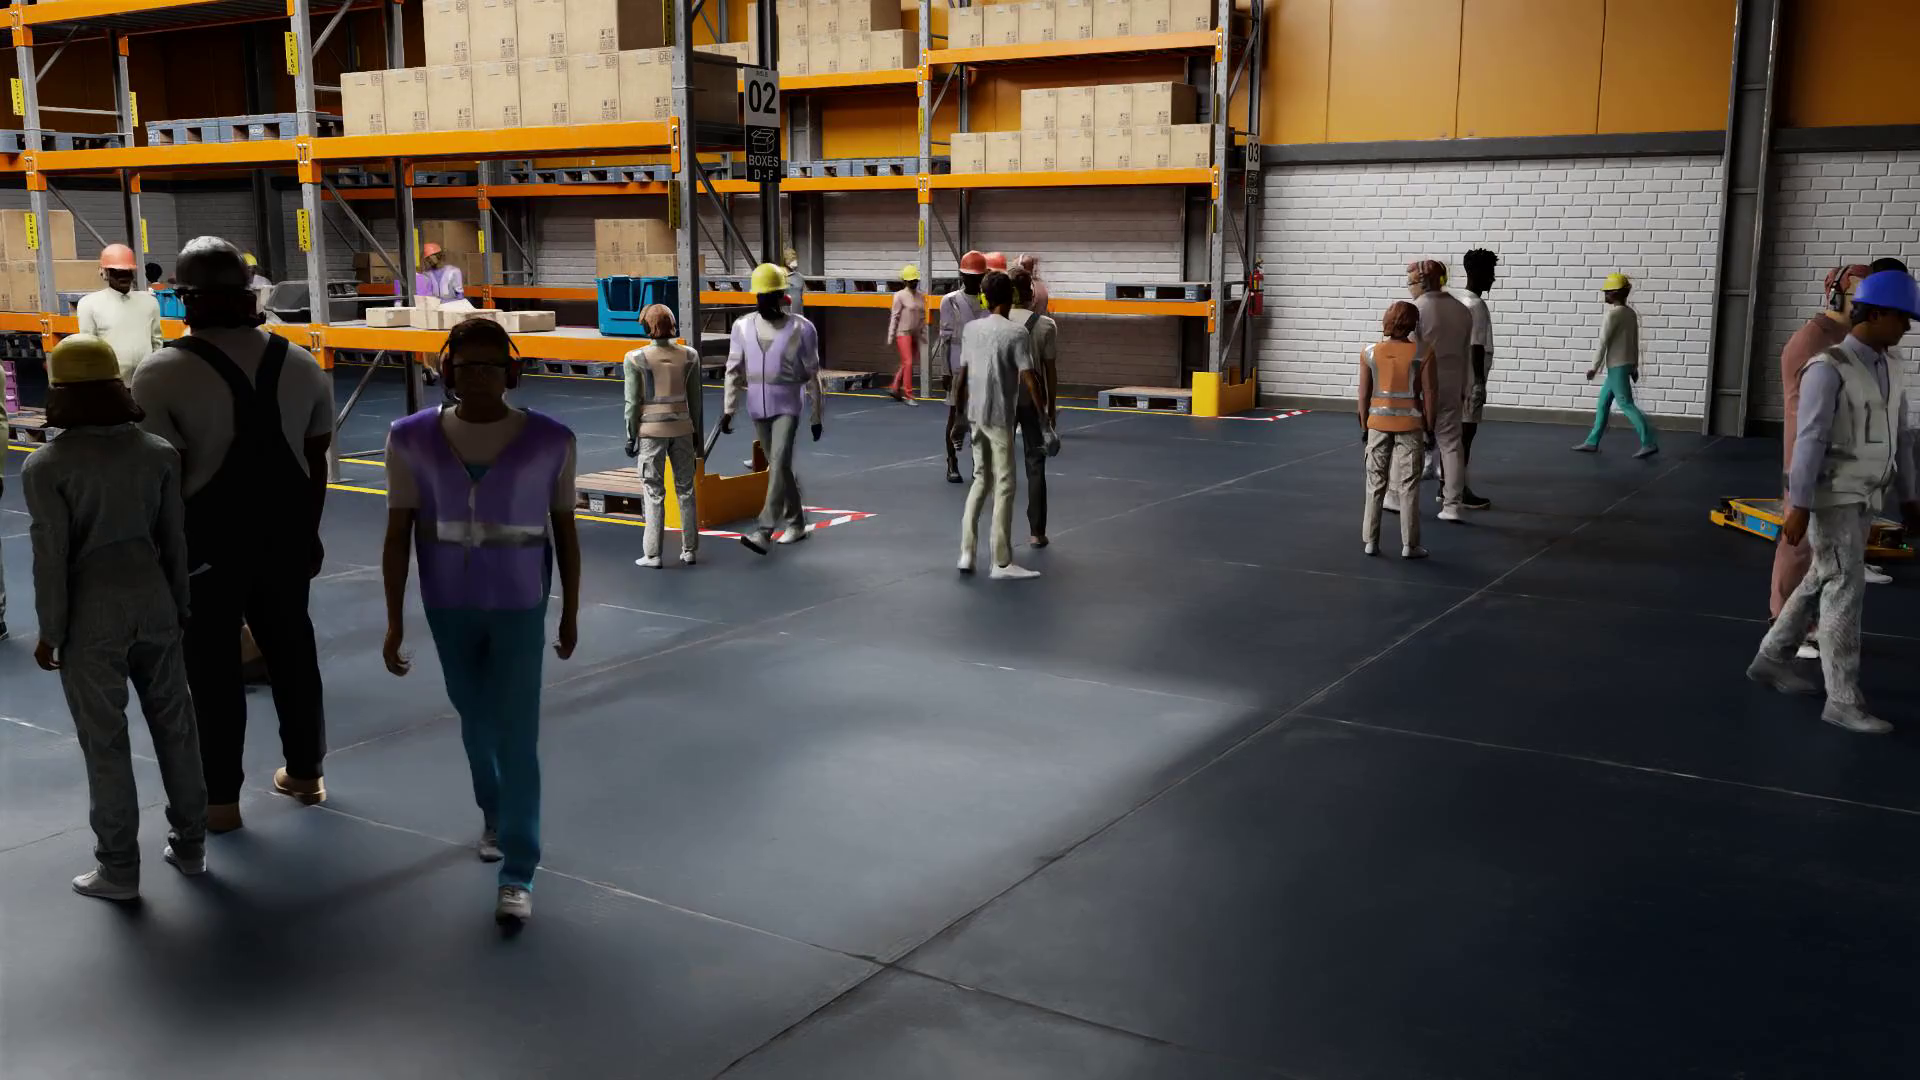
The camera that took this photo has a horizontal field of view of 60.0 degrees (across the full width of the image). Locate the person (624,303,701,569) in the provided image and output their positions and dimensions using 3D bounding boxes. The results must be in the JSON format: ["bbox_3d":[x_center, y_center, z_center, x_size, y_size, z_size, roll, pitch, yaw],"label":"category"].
[{"bbox_3d":[-1.828,-0.637,10.280,0.512,1.638,0.307,-7,12,-34],"label":"person"}]

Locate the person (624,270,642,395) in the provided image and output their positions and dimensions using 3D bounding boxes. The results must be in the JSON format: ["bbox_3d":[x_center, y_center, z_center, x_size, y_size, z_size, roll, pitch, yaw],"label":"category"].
[{"bbox_3d":[-4.222,-2.698,21.704,0.279,1.634,0.499,6,12,31],"label":"person"}]

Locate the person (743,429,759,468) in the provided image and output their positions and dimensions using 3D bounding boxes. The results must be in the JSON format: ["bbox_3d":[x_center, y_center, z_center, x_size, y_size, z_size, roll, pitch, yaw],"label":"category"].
[{"bbox_3d":[-1.666,-1.372,14.433,0.656,1.605,0.384,7,12,34],"label":"person"}]

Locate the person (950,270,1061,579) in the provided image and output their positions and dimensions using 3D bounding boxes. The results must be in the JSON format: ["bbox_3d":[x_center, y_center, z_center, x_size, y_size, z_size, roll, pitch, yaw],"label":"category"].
[{"bbox_3d":[0.230,-0.664,9.888,0.443,1.844,0.717,-10,14,-43],"label":"person"}]

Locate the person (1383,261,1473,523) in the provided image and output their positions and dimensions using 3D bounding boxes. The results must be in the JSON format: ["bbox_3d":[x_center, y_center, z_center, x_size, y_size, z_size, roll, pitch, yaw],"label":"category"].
[{"bbox_3d":[3.373,-1.081,12.084,0.725,1.866,0.871,-4,11,-21],"label":"person"}]

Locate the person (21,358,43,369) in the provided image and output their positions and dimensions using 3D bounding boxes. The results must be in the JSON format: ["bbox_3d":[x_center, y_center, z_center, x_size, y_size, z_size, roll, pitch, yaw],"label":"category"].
[{"bbox_3d":[-14.549,-3.481,26.124,0.506,1.608,0.623,4,11,21],"label":"person"}]

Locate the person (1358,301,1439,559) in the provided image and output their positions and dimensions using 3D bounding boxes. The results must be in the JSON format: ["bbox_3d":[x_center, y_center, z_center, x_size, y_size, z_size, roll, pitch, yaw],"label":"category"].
[{"bbox_3d":[2.780,-0.694,10.588,0.513,1.641,0.307,6,12,30],"label":"person"}]

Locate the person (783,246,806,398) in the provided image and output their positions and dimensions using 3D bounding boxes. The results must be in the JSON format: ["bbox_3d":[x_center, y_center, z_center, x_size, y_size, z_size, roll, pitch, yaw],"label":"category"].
[{"bbox_3d":[-2.193,-2.754,21.174,0.352,1.937,0.635,7,12,32],"label":"person"}]

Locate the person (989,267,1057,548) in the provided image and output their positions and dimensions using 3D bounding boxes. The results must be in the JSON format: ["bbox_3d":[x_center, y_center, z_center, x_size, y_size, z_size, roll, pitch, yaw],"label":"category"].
[{"bbox_3d":[0.384,-0.858,10.933,0.506,1.844,0.345,0,10,0],"label":"person"}]

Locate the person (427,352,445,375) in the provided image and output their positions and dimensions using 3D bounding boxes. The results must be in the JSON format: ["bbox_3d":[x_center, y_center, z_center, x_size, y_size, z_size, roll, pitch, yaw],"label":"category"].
[{"bbox_3d":[-7.846,-3.289,25.009,0.278,1.628,0.499,5,11,24],"label":"person"}]

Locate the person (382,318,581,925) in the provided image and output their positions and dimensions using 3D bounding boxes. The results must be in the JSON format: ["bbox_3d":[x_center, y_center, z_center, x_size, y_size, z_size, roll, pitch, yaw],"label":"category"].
[{"bbox_3d":[-1.456,0.217,5.123,0.571,1.792,0.985,-1,10,-6],"label":"person"}]

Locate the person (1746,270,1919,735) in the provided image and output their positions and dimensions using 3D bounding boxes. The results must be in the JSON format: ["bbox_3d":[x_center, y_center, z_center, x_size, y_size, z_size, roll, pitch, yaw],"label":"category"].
[{"bbox_3d":[3.720,-0.182,7.071,0.649,1.918,0.686,-7,12,-35],"label":"person"}]

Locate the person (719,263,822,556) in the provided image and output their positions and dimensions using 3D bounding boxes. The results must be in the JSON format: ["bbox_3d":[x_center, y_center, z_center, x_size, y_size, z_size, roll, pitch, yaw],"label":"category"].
[{"bbox_3d":[-1.237,-0.843,10.766,0.596,1.865,1.025,4,11,22],"label":"person"}]

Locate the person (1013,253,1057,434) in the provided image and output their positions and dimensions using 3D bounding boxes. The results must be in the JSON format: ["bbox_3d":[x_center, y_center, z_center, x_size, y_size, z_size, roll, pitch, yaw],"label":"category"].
[{"bbox_3d":[0.733,-2.001,17.158,0.554,1.893,0.647,6,12,29],"label":"person"}]

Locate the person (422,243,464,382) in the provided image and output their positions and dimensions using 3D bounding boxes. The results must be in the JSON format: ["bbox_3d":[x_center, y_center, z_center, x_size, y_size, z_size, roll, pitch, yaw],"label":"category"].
[{"bbox_3d":[-7.388,-3.253,23.869,0.635,1.984,0.841,1,10,6],"label":"person"}]

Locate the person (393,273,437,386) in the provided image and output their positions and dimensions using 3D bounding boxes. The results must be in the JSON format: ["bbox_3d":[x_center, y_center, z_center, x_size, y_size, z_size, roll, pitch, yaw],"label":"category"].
[{"bbox_3d":[-7.596,-3.093,23.241,1.014,1.882,0.550,10,14,43],"label":"person"}]

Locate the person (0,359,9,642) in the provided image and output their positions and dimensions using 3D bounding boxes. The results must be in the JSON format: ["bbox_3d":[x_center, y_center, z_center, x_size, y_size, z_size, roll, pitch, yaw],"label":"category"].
[{"bbox_3d":[-5.026,-0.370,8.251,0.588,1.835,0.403,1,10,5],"label":"person"}]

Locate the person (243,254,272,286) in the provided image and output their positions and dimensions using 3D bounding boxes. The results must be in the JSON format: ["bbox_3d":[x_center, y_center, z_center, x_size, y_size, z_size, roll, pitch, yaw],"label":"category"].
[{"bbox_3d":[-9.722,-3.007,22.866,0.404,1.835,0.587,5,11,26],"label":"person"}]

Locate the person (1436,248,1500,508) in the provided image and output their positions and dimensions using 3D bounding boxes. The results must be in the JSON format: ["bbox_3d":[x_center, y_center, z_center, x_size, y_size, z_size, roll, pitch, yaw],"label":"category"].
[{"bbox_3d":[3.865,-1.230,12.653,0.363,1.962,0.612,0,10,-2],"label":"person"}]

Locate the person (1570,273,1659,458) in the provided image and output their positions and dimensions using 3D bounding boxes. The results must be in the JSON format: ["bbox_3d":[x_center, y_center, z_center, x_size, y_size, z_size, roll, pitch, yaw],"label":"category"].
[{"bbox_3d":[6.203,-1.632,15.566,0.882,1.719,0.524,9,14,42],"label":"person"}]

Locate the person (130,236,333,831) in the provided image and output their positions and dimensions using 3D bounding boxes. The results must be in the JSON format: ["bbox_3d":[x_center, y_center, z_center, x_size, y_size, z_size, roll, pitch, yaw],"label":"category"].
[{"bbox_3d":[-2.555,-0.029,5.794,0.538,2.000,0.690,7,13,35],"label":"person"}]

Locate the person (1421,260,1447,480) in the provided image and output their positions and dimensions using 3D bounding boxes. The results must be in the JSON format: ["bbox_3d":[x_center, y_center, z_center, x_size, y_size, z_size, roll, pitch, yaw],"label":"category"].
[{"bbox_3d":[3.971,-1.416,13.984,0.407,1.854,0.555,-7,12,-35],"label":"person"}]

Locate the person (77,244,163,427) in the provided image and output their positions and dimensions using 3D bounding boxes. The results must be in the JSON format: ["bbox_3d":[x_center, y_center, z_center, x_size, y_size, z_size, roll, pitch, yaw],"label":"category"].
[{"bbox_3d":[-6.137,-1.173,12.262,0.401,1.990,0.622,8,13,38],"label":"person"}]

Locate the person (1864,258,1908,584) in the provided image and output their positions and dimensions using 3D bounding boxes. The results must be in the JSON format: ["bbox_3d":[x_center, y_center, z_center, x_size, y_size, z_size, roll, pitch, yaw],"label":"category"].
[{"bbox_3d":[5.411,-0.715,9.931,0.391,1.920,0.593,4,11,21],"label":"person"}]

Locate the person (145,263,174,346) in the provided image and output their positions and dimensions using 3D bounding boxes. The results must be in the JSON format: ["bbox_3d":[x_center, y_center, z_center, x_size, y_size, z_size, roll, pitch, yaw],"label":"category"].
[{"bbox_3d":[-11.457,-3.098,23.753,0.318,1.697,0.534,2,10,13],"label":"person"}]

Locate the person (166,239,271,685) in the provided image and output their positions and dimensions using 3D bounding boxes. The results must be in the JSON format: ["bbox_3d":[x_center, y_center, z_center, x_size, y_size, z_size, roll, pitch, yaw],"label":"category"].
[{"bbox_3d":[-3.305,-0.325,7.470,0.484,2.024,0.654,1,10,8],"label":"person"}]

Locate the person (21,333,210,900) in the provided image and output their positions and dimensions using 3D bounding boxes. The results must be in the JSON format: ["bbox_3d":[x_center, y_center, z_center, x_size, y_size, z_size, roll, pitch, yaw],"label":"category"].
[{"bbox_3d":[-2.626,0.236,5.151,0.323,1.741,0.490,7,12,33],"label":"person"}]

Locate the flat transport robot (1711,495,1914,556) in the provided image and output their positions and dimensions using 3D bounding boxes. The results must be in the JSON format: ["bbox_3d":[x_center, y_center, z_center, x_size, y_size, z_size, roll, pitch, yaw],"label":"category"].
[{"bbox_3d":[5.656,-0.103,11.109,0.652,0.197,1.431,0,10,0],"label":"flat transport robot"}]

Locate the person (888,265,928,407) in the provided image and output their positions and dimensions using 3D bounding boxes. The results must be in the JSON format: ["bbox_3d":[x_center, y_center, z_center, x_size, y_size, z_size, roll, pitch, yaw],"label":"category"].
[{"bbox_3d":[-0.696,-2.510,20.433,0.702,1.730,0.568,8,13,38],"label":"person"}]

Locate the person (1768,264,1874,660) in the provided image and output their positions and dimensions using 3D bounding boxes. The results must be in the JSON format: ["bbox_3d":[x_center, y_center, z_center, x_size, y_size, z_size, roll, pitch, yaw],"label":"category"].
[{"bbox_3d":[4.255,-0.379,8.102,0.652,1.906,0.402,-7,12,-34],"label":"person"}]

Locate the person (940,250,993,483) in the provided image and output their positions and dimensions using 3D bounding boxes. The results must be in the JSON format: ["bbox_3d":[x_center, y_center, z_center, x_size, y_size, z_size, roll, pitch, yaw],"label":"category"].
[{"bbox_3d":[0.103,-1.447,13.943,0.547,1.934,0.376,-4,11,-21],"label":"person"}]

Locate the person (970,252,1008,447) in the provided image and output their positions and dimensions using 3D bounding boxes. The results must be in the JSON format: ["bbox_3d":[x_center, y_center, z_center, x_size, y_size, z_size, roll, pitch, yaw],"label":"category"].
[{"bbox_3d":[0.257,-1.807,16.007,0.587,1.903,0.625,-3,11,-15],"label":"person"}]
